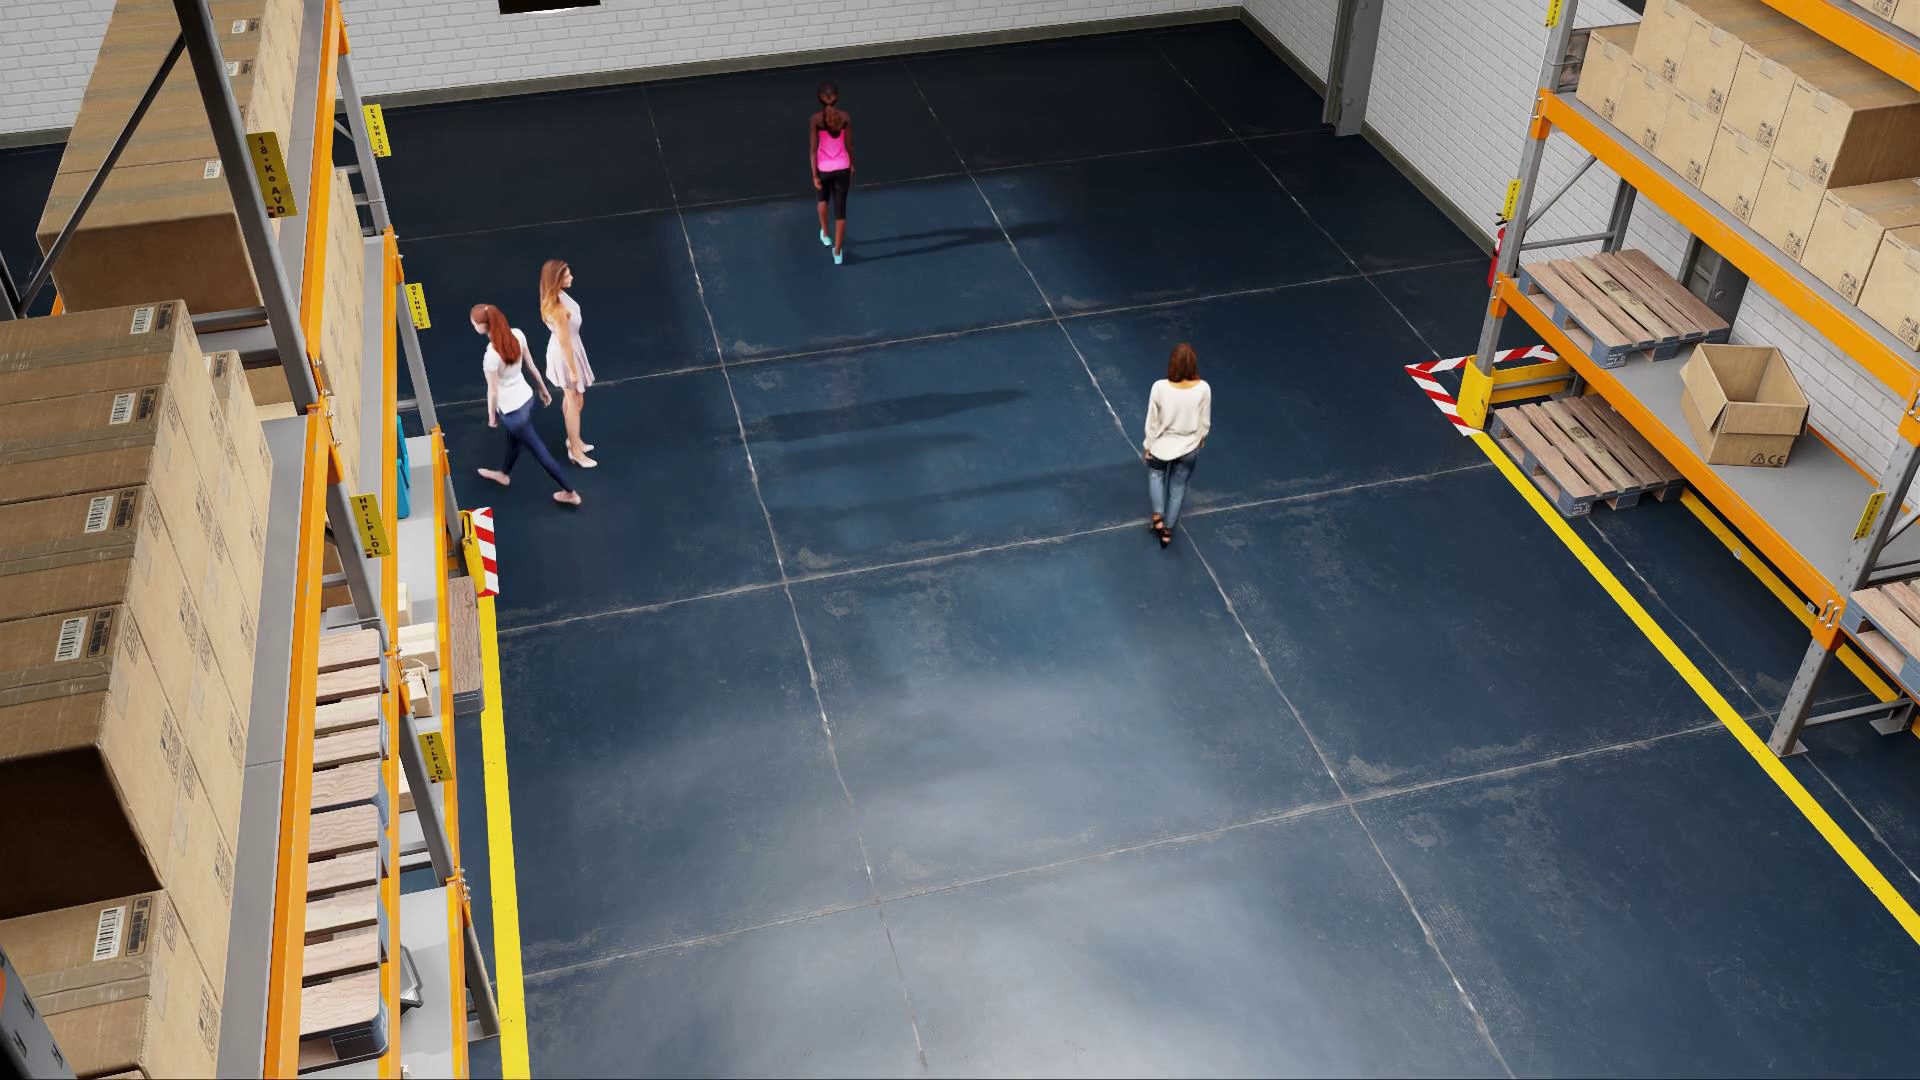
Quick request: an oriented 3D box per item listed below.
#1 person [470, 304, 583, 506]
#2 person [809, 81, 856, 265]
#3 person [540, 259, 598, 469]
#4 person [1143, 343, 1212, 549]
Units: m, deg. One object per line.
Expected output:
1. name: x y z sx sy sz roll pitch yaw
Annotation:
1. person: -3.163 -0.933 12.201 1.099 1.685 1.157 14 41 17
2. person: -1.152 -3.319 15.173 0.644 1.704 0.840 -3 39 -3
3. person: -2.983 -1.352 12.658 0.609 1.768 0.506 -9 39 -11
4. person: 1.526 -0.619 11.819 0.706 1.669 0.702 3 39 3
